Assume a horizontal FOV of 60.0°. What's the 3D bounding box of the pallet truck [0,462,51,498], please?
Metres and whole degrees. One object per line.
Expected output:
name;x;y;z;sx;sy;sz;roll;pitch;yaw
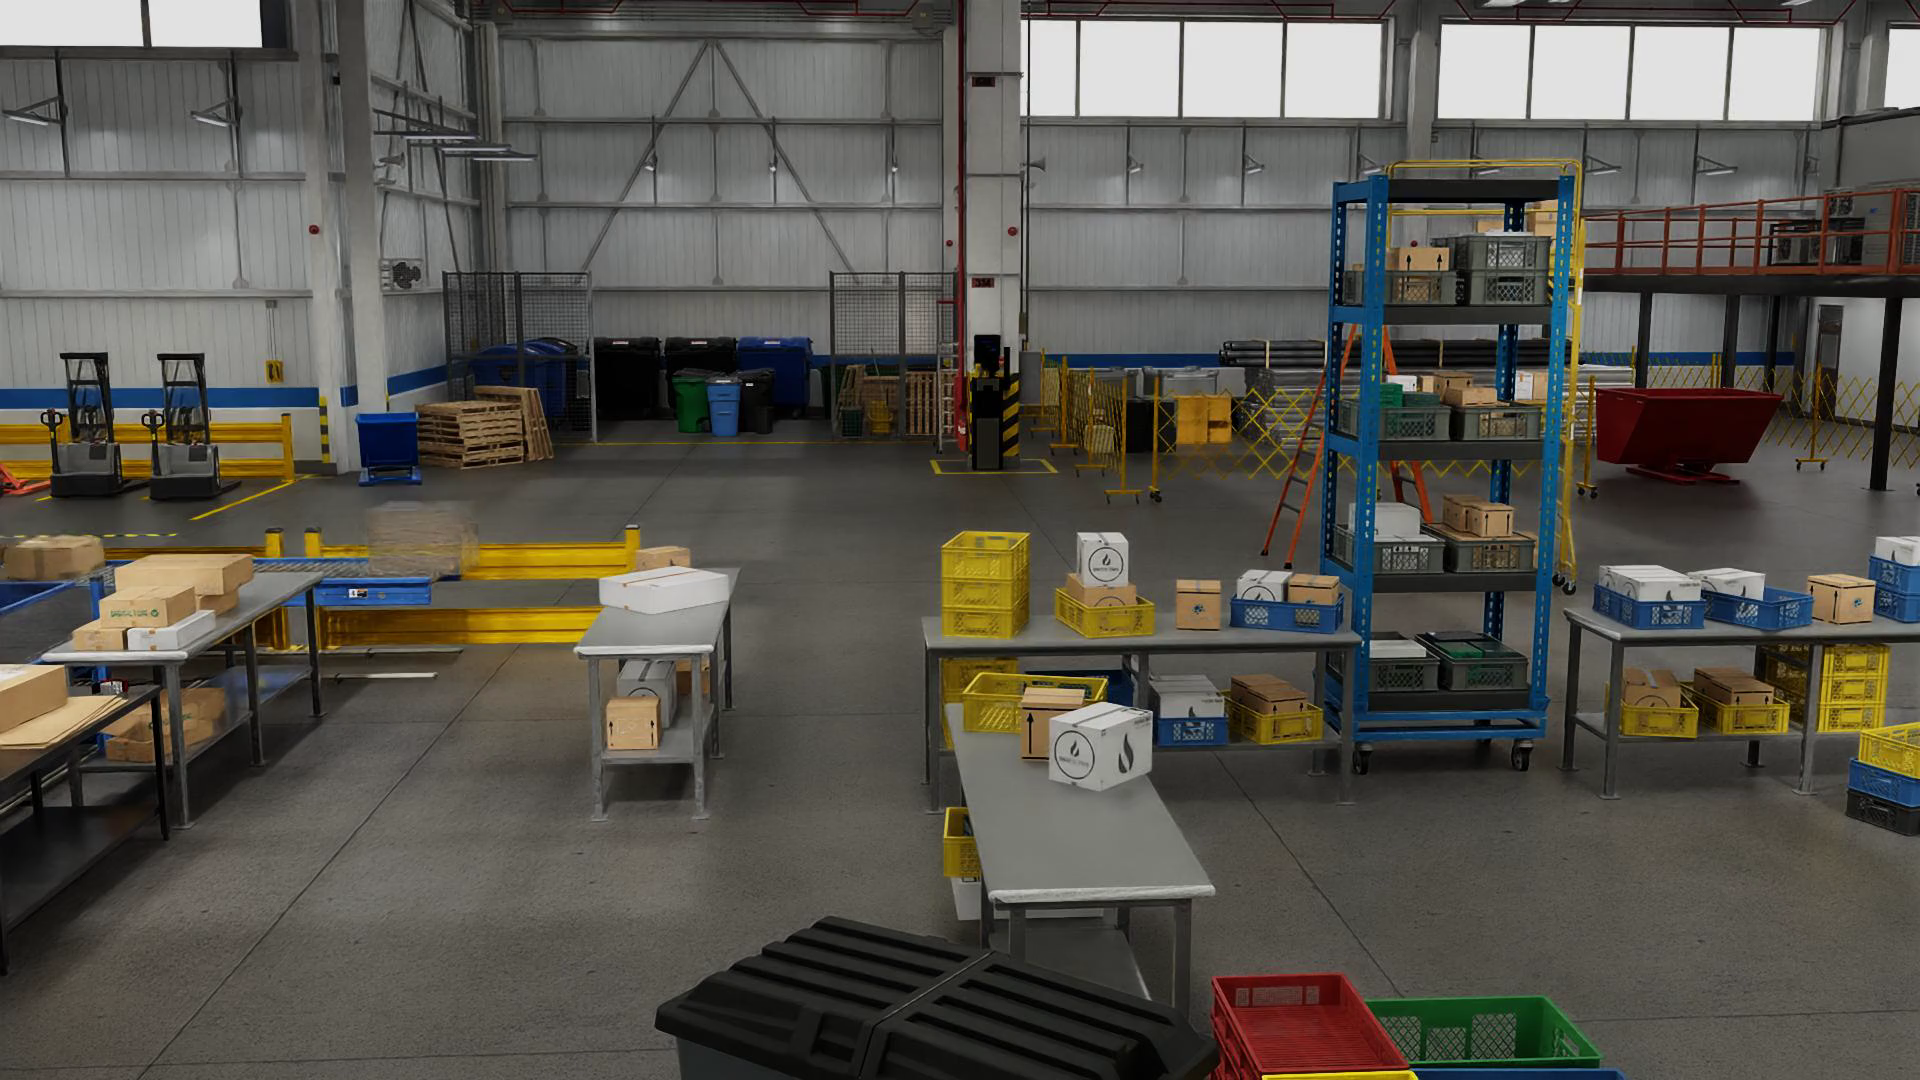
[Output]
pallet truck;-13.193;-1.293;23.148;0.653;1.274;1.630;-1;9;-4

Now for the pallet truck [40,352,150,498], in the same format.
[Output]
pallet truck;-11.907;-1.642;23.165;0.823;1.965;1.885;0;9;0

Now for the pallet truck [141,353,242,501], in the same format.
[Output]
pallet truck;-10.520;-1.604;22.925;0.823;1.965;1.885;-1;9;-6
